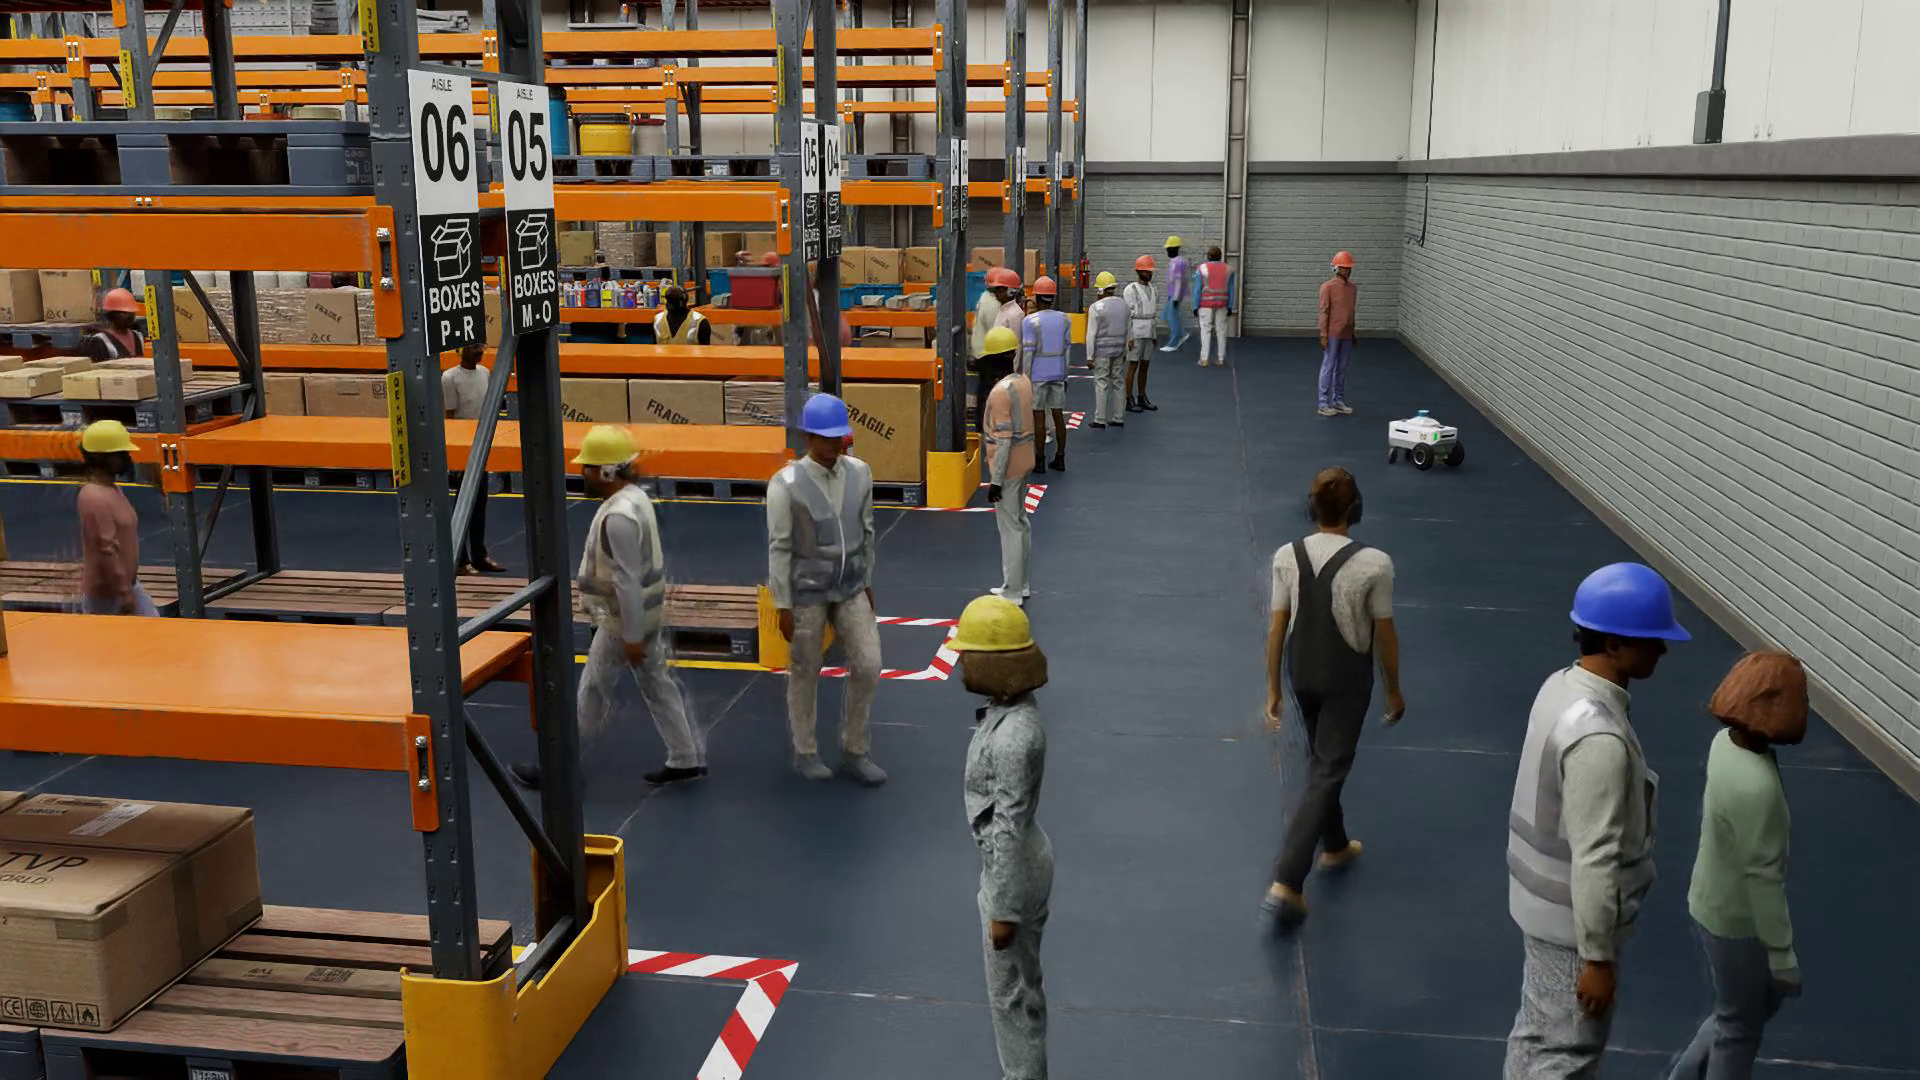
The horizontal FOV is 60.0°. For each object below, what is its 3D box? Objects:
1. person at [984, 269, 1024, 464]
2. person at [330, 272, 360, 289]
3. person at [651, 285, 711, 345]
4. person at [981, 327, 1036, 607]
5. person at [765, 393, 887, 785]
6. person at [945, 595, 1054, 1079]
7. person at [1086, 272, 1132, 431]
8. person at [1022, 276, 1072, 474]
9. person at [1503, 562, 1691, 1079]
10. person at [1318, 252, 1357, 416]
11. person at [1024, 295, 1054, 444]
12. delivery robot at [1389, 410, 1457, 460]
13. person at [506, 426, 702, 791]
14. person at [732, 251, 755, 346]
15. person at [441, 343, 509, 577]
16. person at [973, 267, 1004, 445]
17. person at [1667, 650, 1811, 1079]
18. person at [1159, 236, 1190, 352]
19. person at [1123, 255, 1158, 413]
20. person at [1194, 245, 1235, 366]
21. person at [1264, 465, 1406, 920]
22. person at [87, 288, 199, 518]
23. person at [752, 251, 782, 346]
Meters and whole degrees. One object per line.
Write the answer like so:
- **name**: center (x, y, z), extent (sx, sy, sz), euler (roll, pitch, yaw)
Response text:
- **person**: center (0.468, -1.708, 16.683), extent (0.375, 1.997, 0.612), euler (-3, 13, -12)
- **person**: center (-7.400, -2.373, 20.036), extent (0.429, 1.847, 0.626), euler (5, 13, 22)
- **person**: center (-2.806, -1.631, 16.697), extent (0.624, 1.841, 0.430), euler (3, 13, 12)
- **person**: center (0.312, -0.489, 11.350), extent (0.383, 1.922, 0.587), euler (4, 13, 18)
- **person**: center (-0.605, 0.262, 7.949), extent (0.639, 1.922, 0.664), euler (-9, 15, -35)
- **person**: center (0.119, 1.011, 5.006), extent (0.323, 1.736, 0.489), euler (0, 12, 2)
- **person**: center (1.692, -2.169, 19.165), extent (0.595, 1.828, 0.403), euler (-8, 15, -32)
- **person**: center (0.833, -1.626, 16.446), extent (0.547, 1.939, 0.376), euler (-6, 14, -27)
- **person**: center (1.701, 1.007, 4.542), extent (0.410, 1.943, 0.615), euler (2, 13, 11)
- **person**: center (4.643, -2.525, 20.375), extent (0.622, 1.993, 0.384), euler (-9, 16, -36)
- **person**: center (0.843, -1.877, 18.278), extent (0.527, 1.631, 0.320), euler (7, 14, 30)
- **delivery robot**: center (4.695, -1.072, 16.880), extent (0.477, 0.478, 0.707), euler (-7, 14, -28)
- **person**: center (-1.683, 0.349, 7.875), extent (0.924, 1.782, 0.621), euler (-1, 13, -3)
- **person**: center (-2.896, -2.935, 22.428), extent (0.408, 1.908, 0.643), euler (1, 13, 5)
- **person**: center (-3.562, -0.648, 12.187), extent (0.330, 1.872, 0.512), euler (5, 13, 20)
- **person**: center (0.334, -2.032, 18.296), extent (0.384, 1.944, 0.733), euler (-2, 13, -8)
- **person**: center (2.284, 1.112, 4.805), extent (0.340, 1.628, 0.537), euler (5, 13, 20)
- **person**: center (3.548, -4.067, 27.514), extent (0.447, 1.913, 0.611), euler (-1, 13, -5)
- **person**: center (2.267, -2.555, 20.639), extent (0.543, 1.938, 0.356), euler (-12, 17, -43)
- **person**: center (3.889, -3.596, 25.564), extent (0.633, 1.839, 0.429), euler (-2, 13, -9)
- **person**: center (1.463, 0.604, 6.729), extent (0.505, 1.814, 0.960), euler (11, 17, 41)
- **person**: center (-7.116, -1.144, 14.172), extent (1.069, 1.988, 0.635), euler (4, 13, 15)
- **person**: center (-2.593, -2.882, 22.183), extent (0.547, 1.910, 0.555), euler (-1, 13, -5)
